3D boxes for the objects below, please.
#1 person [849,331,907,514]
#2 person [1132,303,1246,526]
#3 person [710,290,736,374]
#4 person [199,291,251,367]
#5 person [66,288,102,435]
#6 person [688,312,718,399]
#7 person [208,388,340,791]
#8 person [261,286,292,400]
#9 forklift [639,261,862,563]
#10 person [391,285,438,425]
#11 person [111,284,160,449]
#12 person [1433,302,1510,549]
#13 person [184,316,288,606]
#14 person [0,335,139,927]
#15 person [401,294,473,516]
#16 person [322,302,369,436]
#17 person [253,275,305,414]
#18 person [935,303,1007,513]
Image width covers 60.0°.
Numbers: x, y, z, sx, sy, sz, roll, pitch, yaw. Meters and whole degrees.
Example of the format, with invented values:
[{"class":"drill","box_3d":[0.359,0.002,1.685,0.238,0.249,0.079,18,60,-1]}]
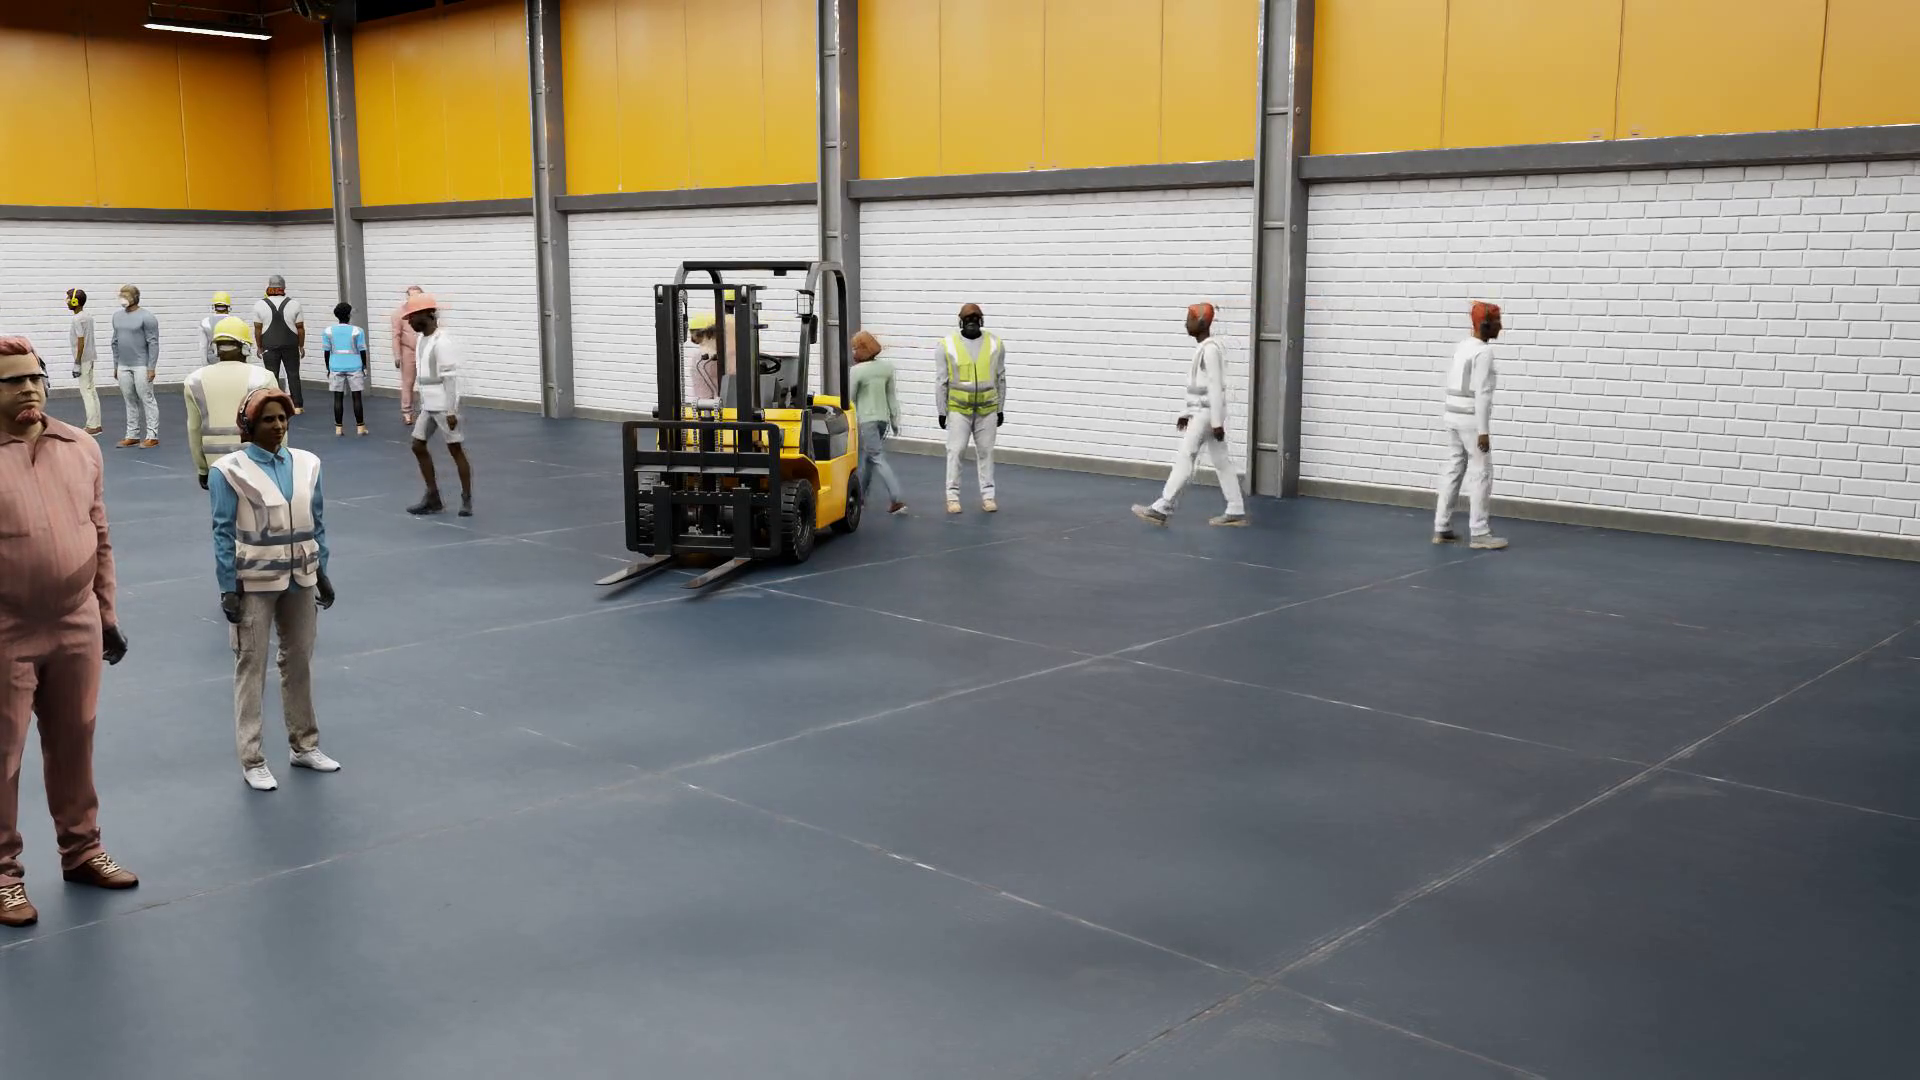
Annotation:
[{"class":"person","box_3d":[-0.765,-1.019,14.456,0.885,1.582,0.506,9,13,44]},{"class":"person","box_3d":[1.919,-1.014,13.639,0.981,1.831,0.577,1,9,9]},{"class":"person","box_3d":[-2.581,-1.888,18.729,0.585,1.929,0.370,-5,11,-30]},{"class":"person","box_3d":[-9.382,-2.254,21.268,0.592,1.833,0.404,-4,10,-21]},{"class":"person","box_3d":[-11.190,-2.258,21.196,0.329,1.868,0.512,-2,9,-12]},{"class":"person","box_3d":[-2.308,-1.132,14.683,0.795,1.734,0.546,3,10,18]},{"class":"person","box_3d":[-2.827,0.192,6.860,0.307,1.640,0.518,6,11,32]},{"class":"person","box_3d":[-10.989,-3.159,26.709,0.532,1.868,0.310,-7,12,-37]},{"class":"forklift","box_3d":[-1.552,-1.040,12.721,1.214,2.155,2.313,2,9,11]},{"class":"person","box_3d":[-7.408,-2.525,22.712,0.651,1.904,0.403,-7,12,-36]},{"class":"person","box_3d":[-9.753,-2.045,19.666,0.631,1.940,0.372,3,10,16]},{"class":"person","box_3d":[3.903,-0.866,12.678,0.471,1.871,0.628,-1,9,-4]},{"class":"person","box_3d":[-4.510,-0.486,10.451,0.586,1.827,0.404,-1,9,-5]},{"class":"person","box_3d":[-3.055,0.284,5.485,0.407,1.908,0.641,5,10,28]},{"class":"person","box_3d":[-4.514,-1.145,14.267,0.562,1.898,0.651,-9,13,-42]},{"class":"person","box_3d":[-7.794,-2.163,21.118,0.540,1.698,0.317,-2,9,-9]},{"class":"person","box_3d":[-9.930,-2.852,24.295,0.689,2.000,0.538,-4,10,-21]},{"class":"person","box_3d":[0.097,-1.142,14.476,0.627,1.834,0.434,-2,9,-10]}]
